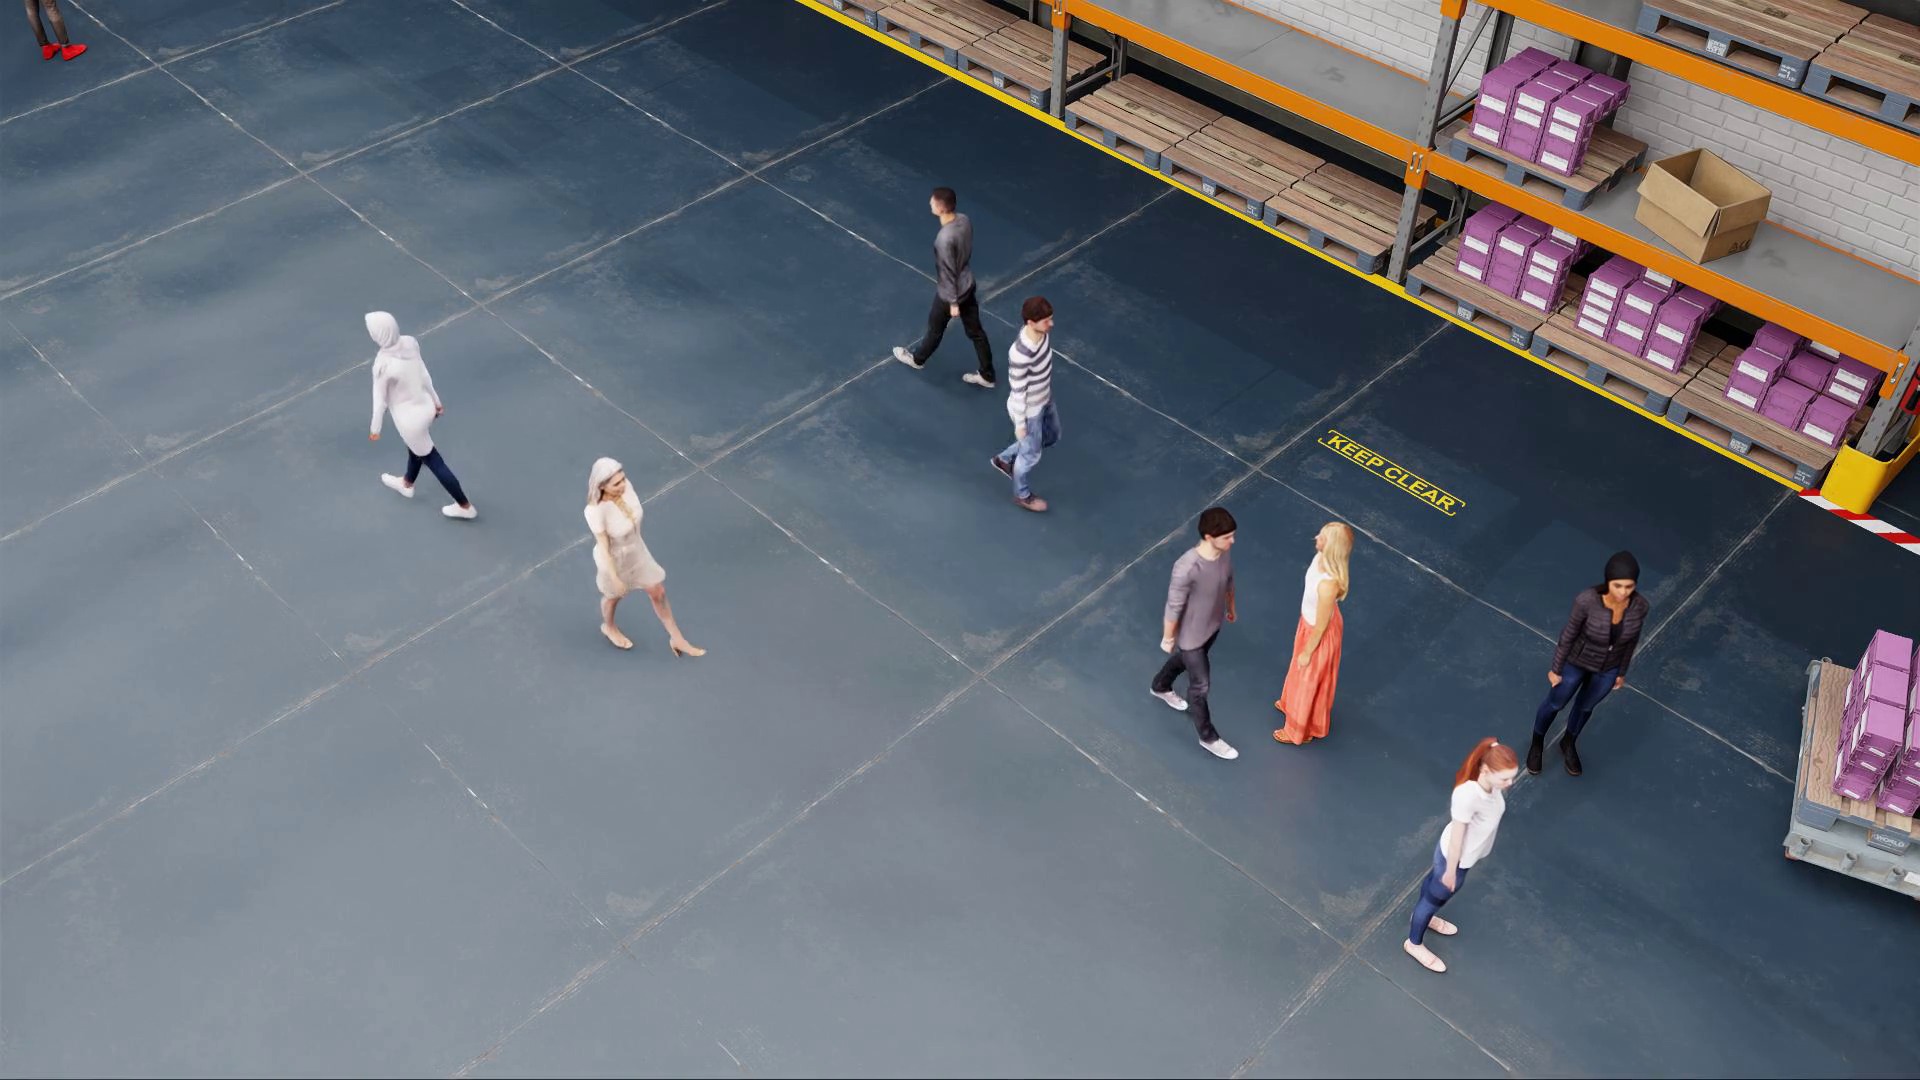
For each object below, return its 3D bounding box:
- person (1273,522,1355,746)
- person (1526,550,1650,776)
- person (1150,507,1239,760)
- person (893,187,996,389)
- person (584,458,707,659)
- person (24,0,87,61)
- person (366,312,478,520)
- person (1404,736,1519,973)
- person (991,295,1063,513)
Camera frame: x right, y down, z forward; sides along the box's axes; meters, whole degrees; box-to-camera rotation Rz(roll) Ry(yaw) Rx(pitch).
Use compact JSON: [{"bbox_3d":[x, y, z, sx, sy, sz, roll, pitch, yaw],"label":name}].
[{"bbox_3d":[2.197,0.570,10.212,0.753,1.803,0.729,8,44,9],"label":"person"},{"bbox_3d":[3.796,0.755,10.059,0.702,1.746,0.770,2,44,2],"label":"person"},{"bbox_3d":[1.419,0.476,10.296,1.009,1.823,0.752,31,52,28],"label":"person"},{"bbox_3d":[0.043,-1.894,12.863,1.184,1.713,0.857,19,47,19],"label":"person"},{"bbox_3d":[-2.270,0.119,10.755,1.094,1.707,0.862,16,46,16],"label":"person"},{"bbox_3d":[-9.439,-5.754,16.849,0.685,1.805,0.778,5,44,5],"label":"person"},{"bbox_3d":[-3.765,-0.827,11.721,1.145,1.743,0.937,12,45,12],"label":"person"},{"bbox_3d":[2.707,1.681,9.091,0.596,1.740,0.612,22,48,21],"label":"person"},{"bbox_3d":[0.415,-0.994,11.830,0.869,1.835,0.812,16,46,16],"label":"person"}]
